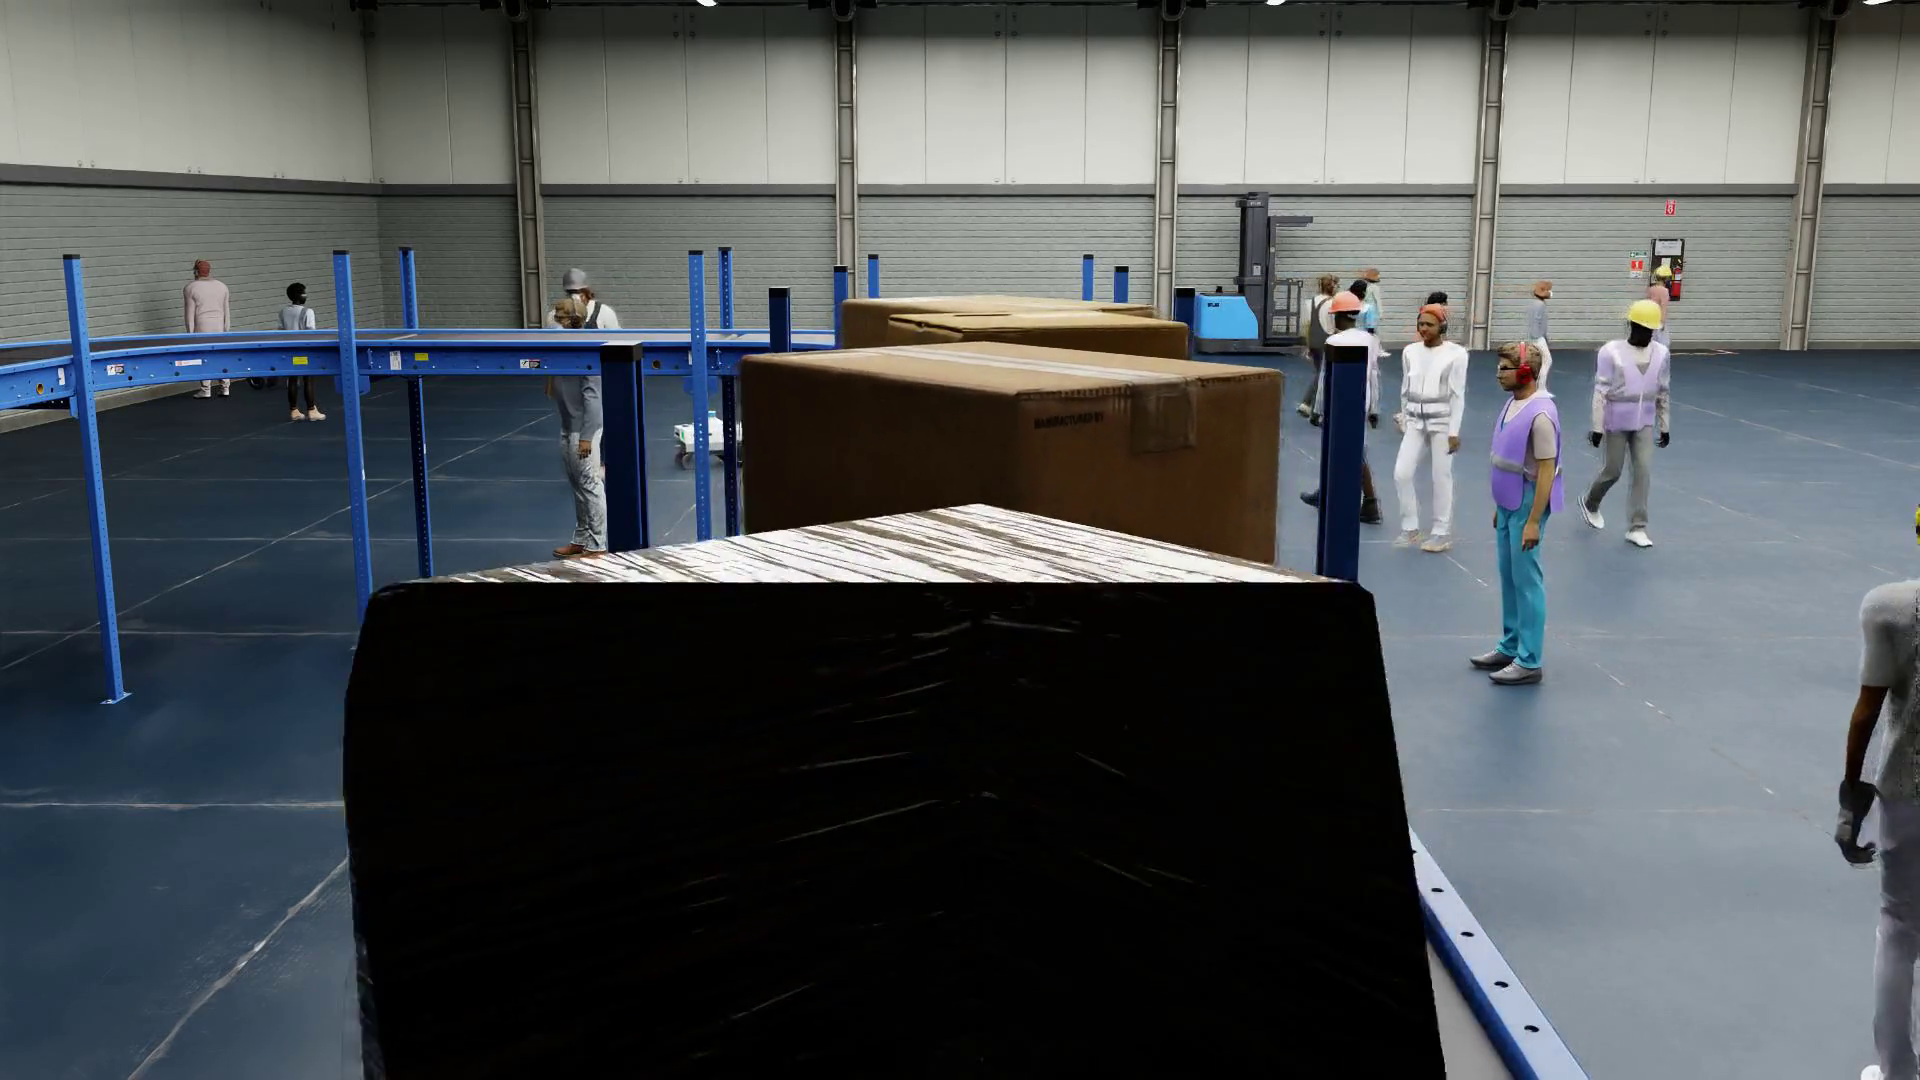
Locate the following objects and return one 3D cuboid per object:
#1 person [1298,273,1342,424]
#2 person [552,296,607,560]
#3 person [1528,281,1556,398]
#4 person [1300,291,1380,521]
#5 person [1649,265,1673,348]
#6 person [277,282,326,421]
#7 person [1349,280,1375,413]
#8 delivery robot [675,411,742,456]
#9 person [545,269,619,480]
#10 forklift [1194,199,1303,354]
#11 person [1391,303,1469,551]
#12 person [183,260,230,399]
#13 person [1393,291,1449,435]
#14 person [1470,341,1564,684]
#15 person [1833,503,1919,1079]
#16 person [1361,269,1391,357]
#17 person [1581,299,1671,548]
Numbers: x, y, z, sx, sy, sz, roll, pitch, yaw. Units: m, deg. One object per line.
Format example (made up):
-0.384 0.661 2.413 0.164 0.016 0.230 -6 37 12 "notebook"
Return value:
4.440 -2.324 20.229 0.401 1.823 0.517 -6 12 -28 "person"
-2.757 -0.784 12.021 0.373 1.940 0.629 -6 12 -27 "person"
8.109 -2.771 23.039 0.581 1.610 0.532 4 12 22 "person"
3.221 -1.132 13.952 0.544 1.889 0.920 -9 14 -39 "person"
10.857 -3.405 25.977 0.483 1.756 0.528 -1 11 -6 "person"
-8.157 -2.324 20.547 0.536 1.699 0.322 4 12 18 "person"
5.095 -2.487 21.391 0.531 1.698 0.320 10 15 43 "person"
-2.527 -1.064 16.893 0.707 0.478 0.477 -4 12 -21 "delivery robot"
-3.599 -1.537 15.733 0.716 2.000 0.673 1 11 5 "person"
5.313 -4.851 30.603 1.873 2.768 1.129 0 11 1 "forklift"
3.499 -0.828 12.444 0.603 1.865 0.589 -11 15 -44 "person"
-10.465 -2.929 23.110 0.409 1.913 0.646 8 14 35 "person"
5.300 -1.982 18.856 0.690 1.674 0.536 0 11 0 "person"
3.055 -0.152 9.018 0.374 1.840 0.568 0 11 0 "person"
2.661 0.718 4.495 0.537 1.863 0.463 4 12 18 "person"
7.327 -4.042 29.686 0.881 1.588 0.511 -2 11 -12 "person"
5.188 -0.935 12.956 0.647 1.888 0.795 -1 11 -5 "person"
